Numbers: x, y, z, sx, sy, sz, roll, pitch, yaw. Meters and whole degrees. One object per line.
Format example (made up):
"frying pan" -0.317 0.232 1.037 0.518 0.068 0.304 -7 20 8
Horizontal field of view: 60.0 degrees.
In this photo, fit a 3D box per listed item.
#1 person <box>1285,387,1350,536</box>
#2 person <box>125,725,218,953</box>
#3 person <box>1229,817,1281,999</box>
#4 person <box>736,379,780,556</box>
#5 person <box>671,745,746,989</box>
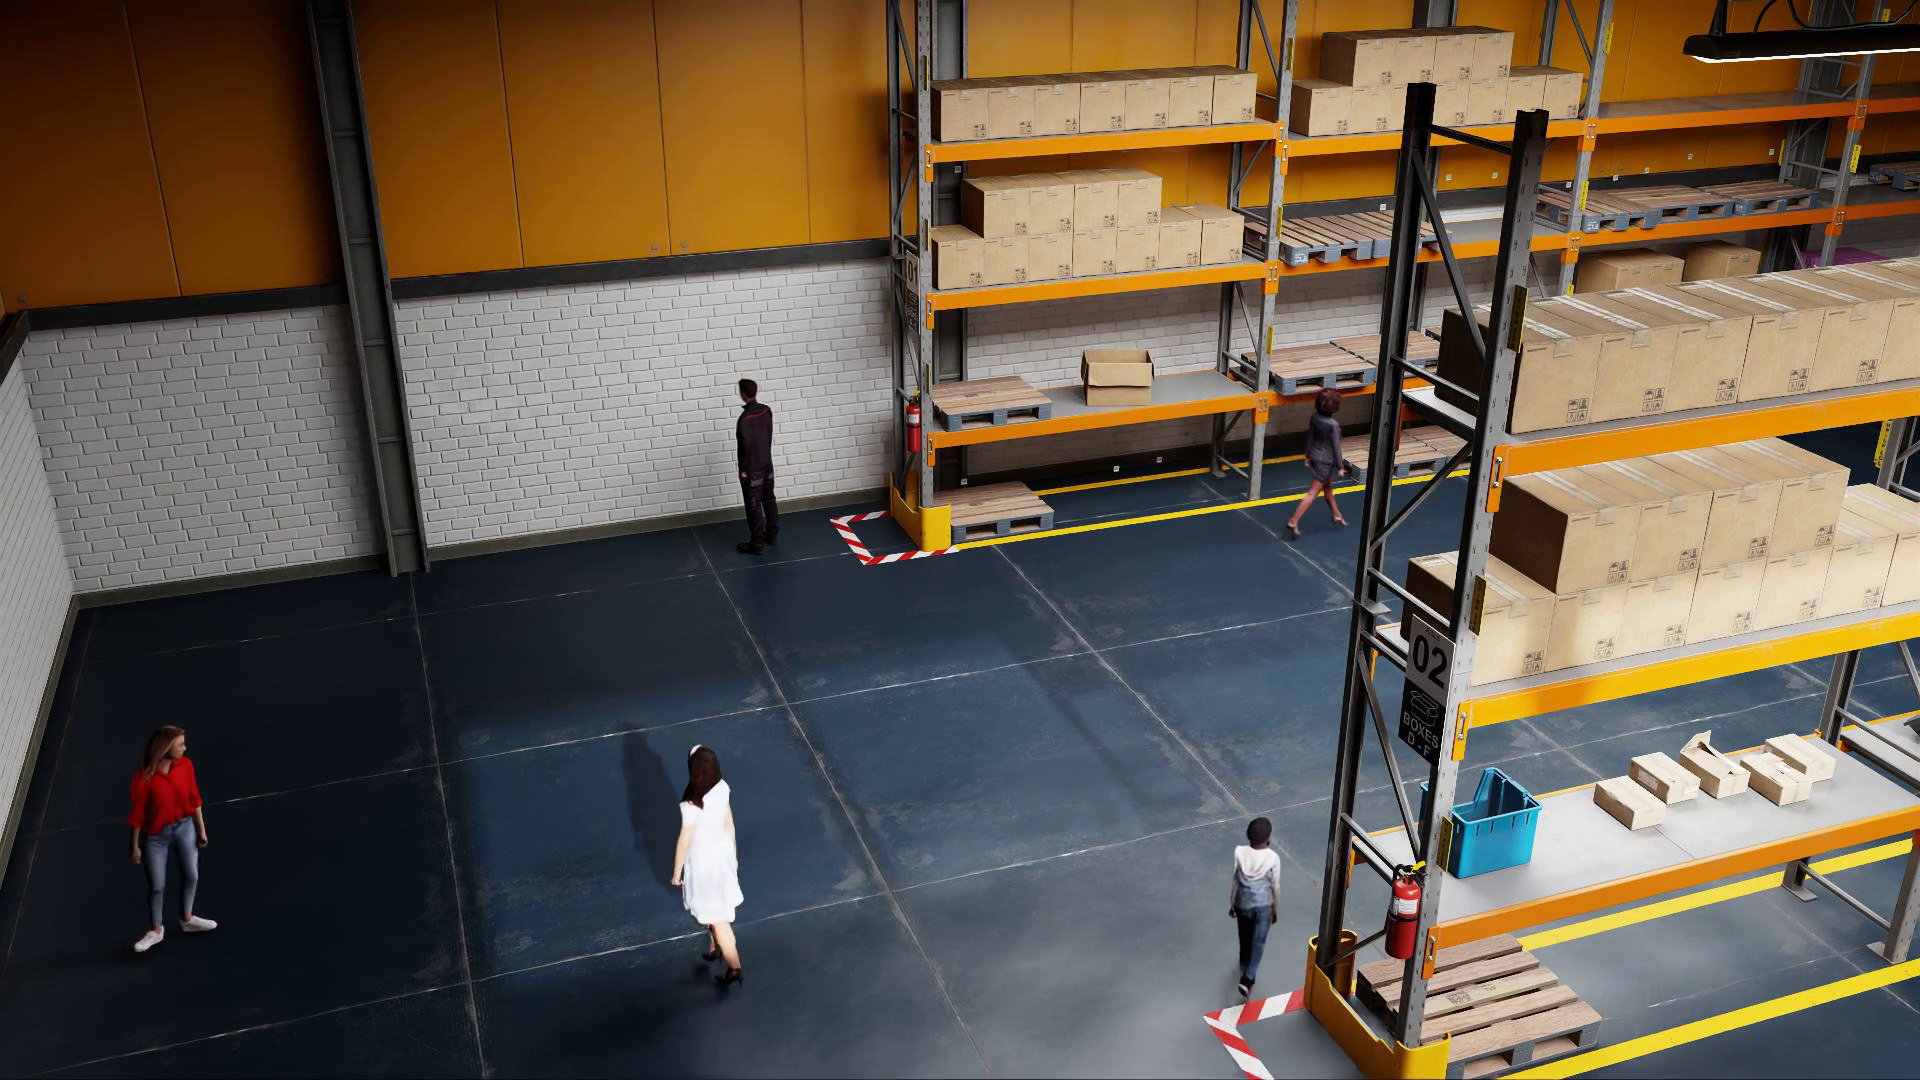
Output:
"person" 3.840 -0.787 17.921 1.036 1.656 0.620 -8 25 -18
"person" -5.498 2.042 11.418 0.754 1.682 0.906 -20 30 -38
"person" 1.942 2.440 11.060 0.839 1.240 0.867 9 25 20
"person" -2.162 -0.795 17.623 0.841 1.910 0.754 14 27 29
"person" -1.564 2.198 10.914 0.974 1.800 0.923 12 26 26
